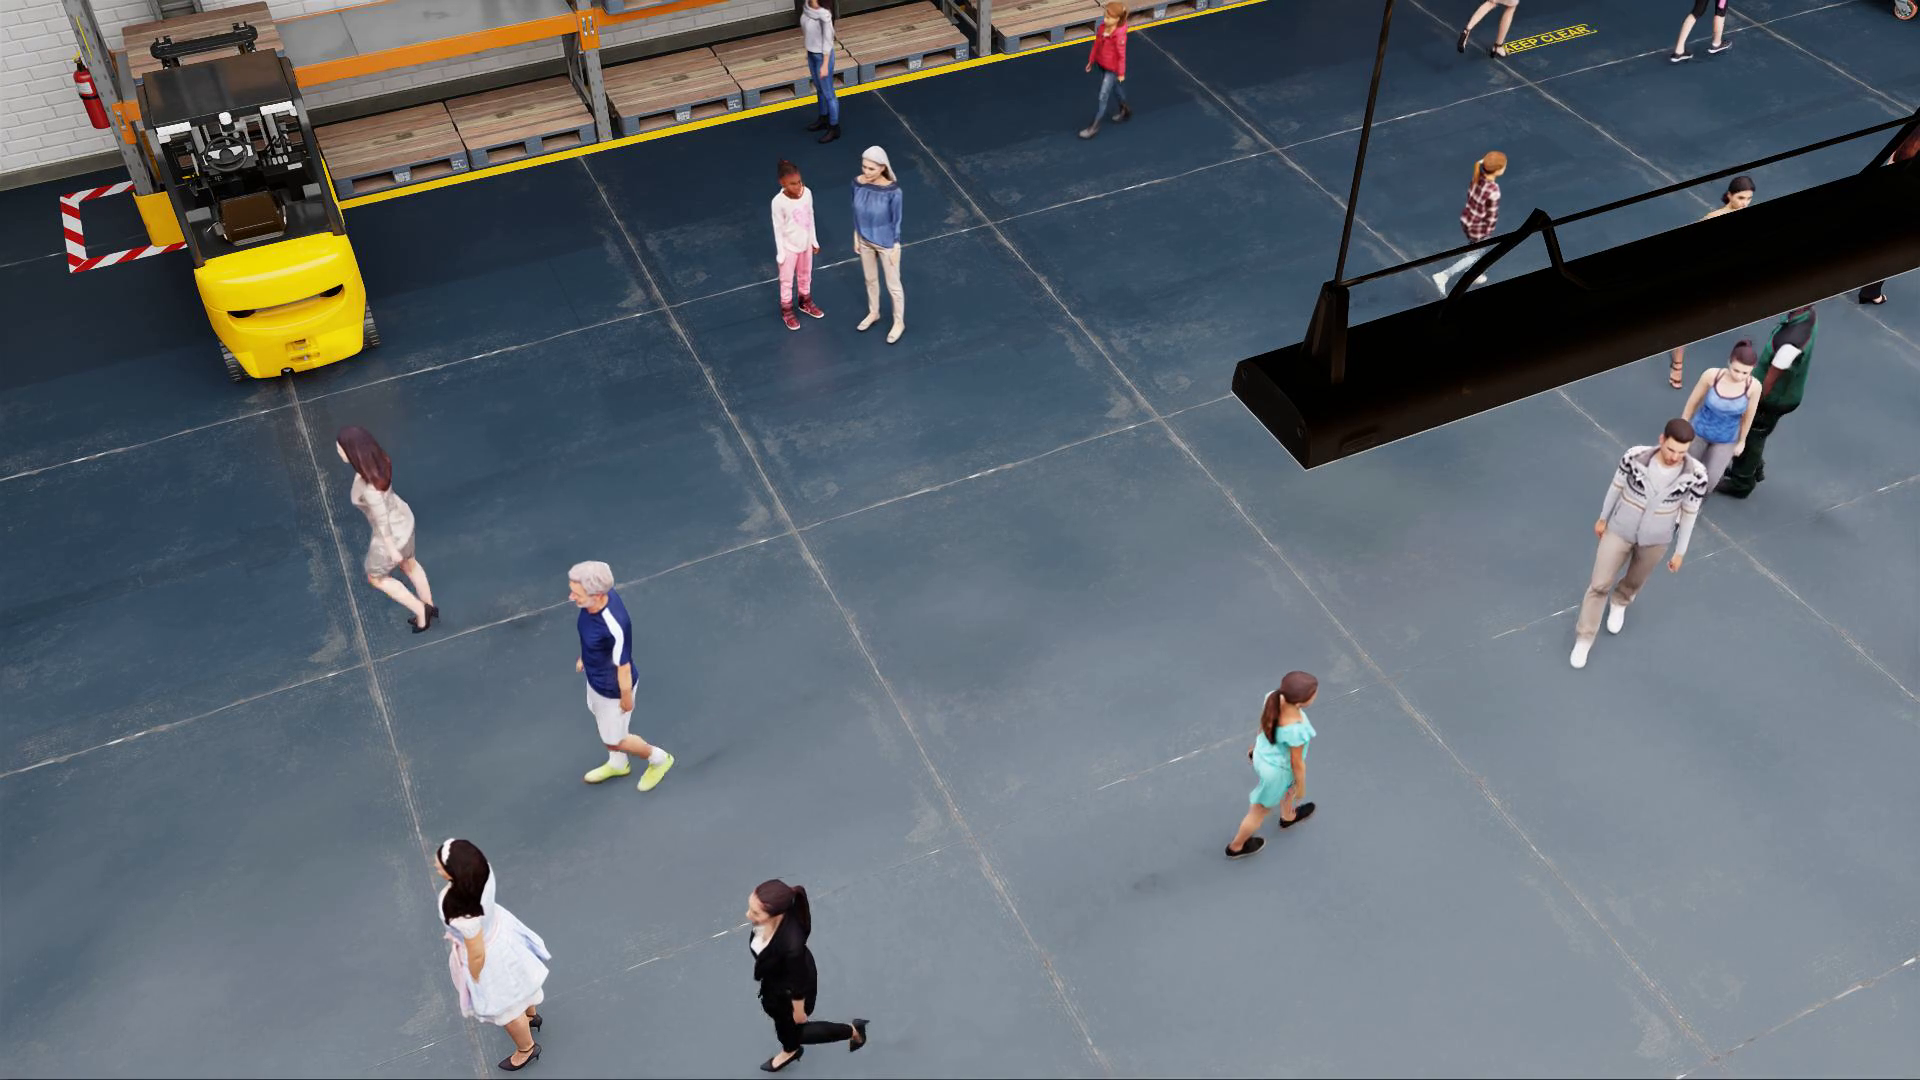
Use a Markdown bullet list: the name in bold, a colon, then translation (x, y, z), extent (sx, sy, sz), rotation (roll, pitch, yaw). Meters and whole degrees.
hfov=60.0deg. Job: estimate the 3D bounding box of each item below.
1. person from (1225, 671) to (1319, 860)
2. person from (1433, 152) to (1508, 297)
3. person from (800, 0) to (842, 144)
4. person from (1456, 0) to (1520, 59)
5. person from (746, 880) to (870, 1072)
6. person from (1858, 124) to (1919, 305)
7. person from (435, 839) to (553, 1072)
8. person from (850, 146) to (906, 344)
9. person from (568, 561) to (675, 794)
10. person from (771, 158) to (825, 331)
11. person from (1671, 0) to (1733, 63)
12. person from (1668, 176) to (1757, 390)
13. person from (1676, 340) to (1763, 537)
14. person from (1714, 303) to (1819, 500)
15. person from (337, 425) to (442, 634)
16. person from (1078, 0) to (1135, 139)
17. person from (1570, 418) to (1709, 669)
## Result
- **person**: translation (1.710, 1.295, 9.360), extent (0.886, 1.535, 0.606), rotation (-14, 45, -14)
- **person**: translation (4.182, -2.576, 13.599), extent (0.831, 1.293, 0.609), rotation (-11, 45, -12)
- **person**: translation (-1.275, -4.461, 15.333), extent (0.502, 1.631, 0.603), rotation (-19, 47, -19)
- **person**: translation (5.319, -5.542, 16.334), extent (0.928, 1.815, 0.608), rotation (-20, 47, -20)
- **person**: translation (-0.778, 2.190, 8.340), extent (0.832, 1.647, 0.638), rotation (-14, 45, -14)
- **person**: translation (7.563, -2.681, 13.444), extent (0.564, 1.660, 0.611), rotation (-11, 45, -11)
- **person**: translation (-2.350, 2.074, 8.337), extent (0.848, 1.818, 0.811), rotation (-2, 44, -2)
- **person**: translation (-0.632, -2.342, 13.060), extent (0.710, 1.698, 0.739), rotation (22, 48, 22)
- **person**: translation (-1.989, 0.773, 9.695), extent (0.759, 1.830, 0.682), rotation (-21, 47, -20)
- **person**: translation (-1.327, -2.386, 13.291), extent (0.515, 1.443, 0.655), rotation (-31, 52, -28)
- **person**: translation (7.377, -5.531, 16.365), extent (0.937, 1.757, 0.630), rotation (-17, 46, -17)
- **person**: translation (5.633, -2.022, 12.652), extent (1.001, 1.798, 0.892), rotation (-2, 44, -2)
- **person**: translation (5.207, -0.750, 11.466), extent (0.741, 1.592, 0.790), rotation (25, 49, 24)
- **person**: translation (5.709, -0.978, 11.537), extent (0.901, 1.823, 0.814), rotation (22, 48, 21)
- **person**: translation (-3.550, -0.054, 10.632), extent (0.698, 1.734, 0.681), rotation (-3, 44, -3)
- **person**: translation (1.450, -4.436, 15.556), extent (0.926, 1.287, 0.562), rotation (-22, 48, -21)
- **person**: translation (4.352, -0.091, 10.601), extent (1.073, 1.831, 1.150), rotation (17, 46, 17)
